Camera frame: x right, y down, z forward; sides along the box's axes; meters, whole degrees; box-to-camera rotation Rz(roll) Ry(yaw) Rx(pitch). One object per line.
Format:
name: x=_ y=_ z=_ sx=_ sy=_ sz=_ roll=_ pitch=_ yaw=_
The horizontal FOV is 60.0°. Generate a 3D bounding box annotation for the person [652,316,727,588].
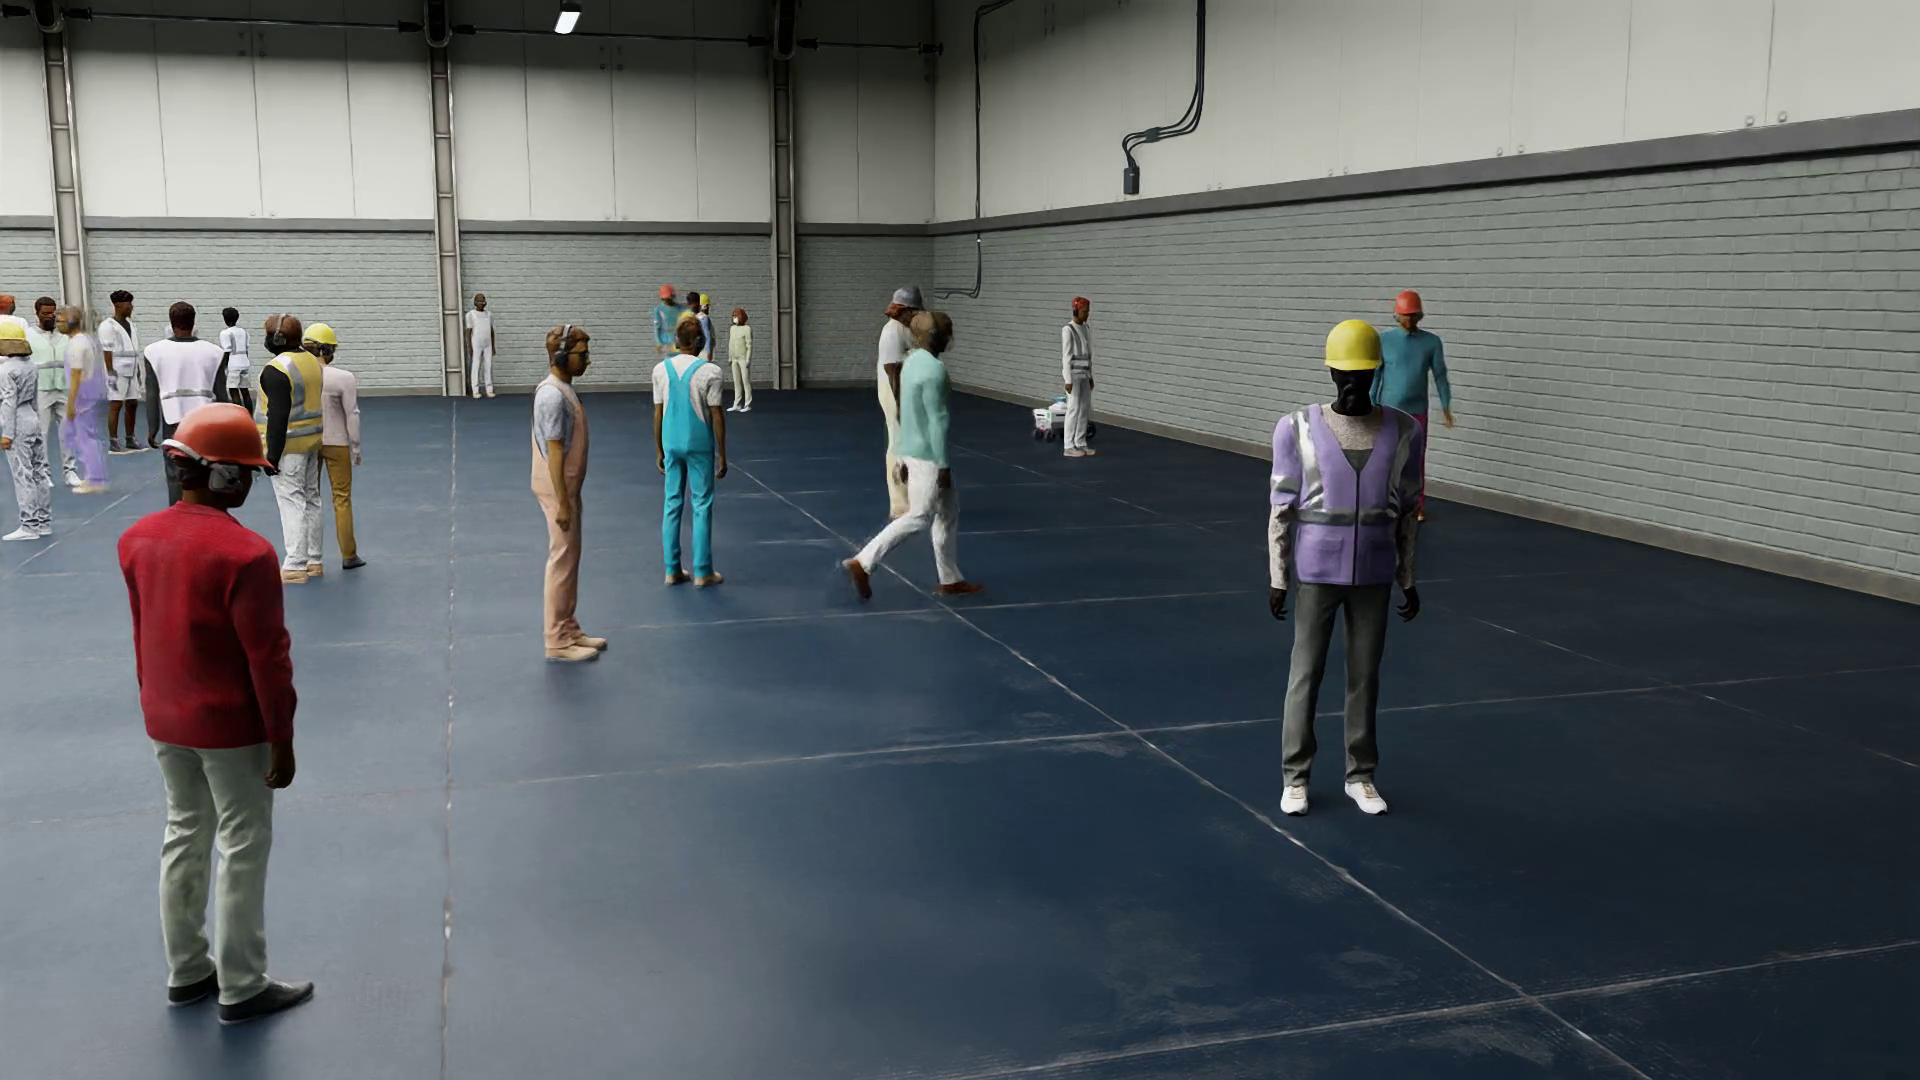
person: x=-1.815 y=-0.588 z=11.227 sx=0.512 sy=1.835 sz=0.359 roll=2 pitch=9 yaw=15

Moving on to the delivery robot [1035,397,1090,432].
delivery robot: x=1.316 y=-1.593 z=21.394 sx=0.707 sy=0.478 sz=0.477 roll=-6 pitch=11 yaw=-32

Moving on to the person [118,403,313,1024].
person: x=-2.065 y=0.486 z=4.676 sx=0.575 sy=1.737 sz=0.353 roll=4 pitch=10 yaw=26

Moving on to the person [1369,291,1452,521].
person: x=3.833 y=-1.136 z=14.236 sx=0.684 sy=1.980 sz=0.420 roll=0 pitch=9 yaw=2

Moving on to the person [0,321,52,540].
person: x=-7.545 y=-0.874 z=13.327 sx=0.295 sy=1.743 sz=0.493 roll=-1 pitch=9 yaw=-4

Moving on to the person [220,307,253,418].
person: x=-10.034 y=-2.373 z=23.028 sx=0.317 sy=1.698 sz=0.540 roll=2 pitch=9 yaw=12

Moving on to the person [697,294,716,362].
person: x=-4.283 y=-3.185 z=27.782 sx=0.403 sy=1.834 sz=0.586 roll=-6 pitch=11 yaw=-34

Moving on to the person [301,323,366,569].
person: x=-4.554 y=-0.661 z=11.909 sx=0.527 sy=1.763 sz=0.332 roll=-1 pitch=9 yaw=-4

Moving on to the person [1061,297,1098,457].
person: x=1.391 y=-1.914 z=19.554 sx=0.373 sy=1.878 sz=0.587 roll=5 pitch=10 yaw=30

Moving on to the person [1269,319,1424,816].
person: x=1.490 y=0.118 z=6.419 sx=0.593 sy=1.924 sz=0.384 roll=0 pitch=9 yaw=-2

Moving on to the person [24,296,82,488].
person: x=-9.091 y=-1.473 z=16.641 sx=0.393 sy=1.911 sz=0.583 roll=7 pitch=11 yaw=37

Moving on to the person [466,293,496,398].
person: x=-8.375 y=-3.390 z=29.102 sx=0.501 sy=1.839 sz=0.341 roll=-8 pitch=12 yaw=-41

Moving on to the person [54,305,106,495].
person: x=-8.489 y=-1.336 z=16.003 sx=0.426 sy=1.827 sz=0.530 roll=-4 pitch=10 yaw=-26

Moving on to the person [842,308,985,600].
person: x=-0.299 y=-0.533 z=10.682 sx=0.901 sy=1.903 sz=0.618 roll=-2 pitch=9 yaw=-11

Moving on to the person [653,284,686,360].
person: x=-5.046 y=-3.470 z=29.104 sx=0.653 sy=1.989 sz=0.605 roll=-4 pitch=10 yaw=-27

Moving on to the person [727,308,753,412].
person: x=-3.452 y=-2.823 z=26.111 sx=0.499 sy=1.633 sz=0.289 roll=8 pitch=12 yaw=40

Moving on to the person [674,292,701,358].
person: x=-4.127 y=-2.846 z=25.493 sx=0.654 sy=1.873 sz=0.676 roll=-3 pitch=9 yaw=-18

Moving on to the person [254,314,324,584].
person: x=-4.602 y=-0.624 z=11.417 sx=0.429 sy=1.846 sz=0.627 roll=0 pitch=9 yaw=3

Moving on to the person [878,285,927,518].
person: x=-0.447 y=-1.219 z=14.582 sx=0.537 sy=2.000 sz=0.679 roll=0 pitch=9 yaw=2

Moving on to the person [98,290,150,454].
person: x=-10.000 y=-2.006 z=19.884 sx=0.374 sy=1.958 sz=0.609 roll=1 pitch=9 yaw=9

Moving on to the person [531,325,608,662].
person: x=-2.137 y=-0.245 z=9.047 sx=0.364 sy=1.835 sz=0.511 roll=-1 pitch=9 yaw=-8

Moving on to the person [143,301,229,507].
person: x=-6.008 y=-0.896 z=12.966 sx=0.598 sy=1.908 sz=0.405 roll=-6 pitch=11 yaw=-35

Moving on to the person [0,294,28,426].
person: x=-12.564 y=-2.307 z=22.034 sx=0.573 sy=1.883 sz=0.356 roll=-1 pitch=9 yaw=-5

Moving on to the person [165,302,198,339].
person: x=-11.447 y=-2.624 z=24.492 sx=0.289 sy=1.746 sz=0.487 roll=6 pitch=11 yaw=34
